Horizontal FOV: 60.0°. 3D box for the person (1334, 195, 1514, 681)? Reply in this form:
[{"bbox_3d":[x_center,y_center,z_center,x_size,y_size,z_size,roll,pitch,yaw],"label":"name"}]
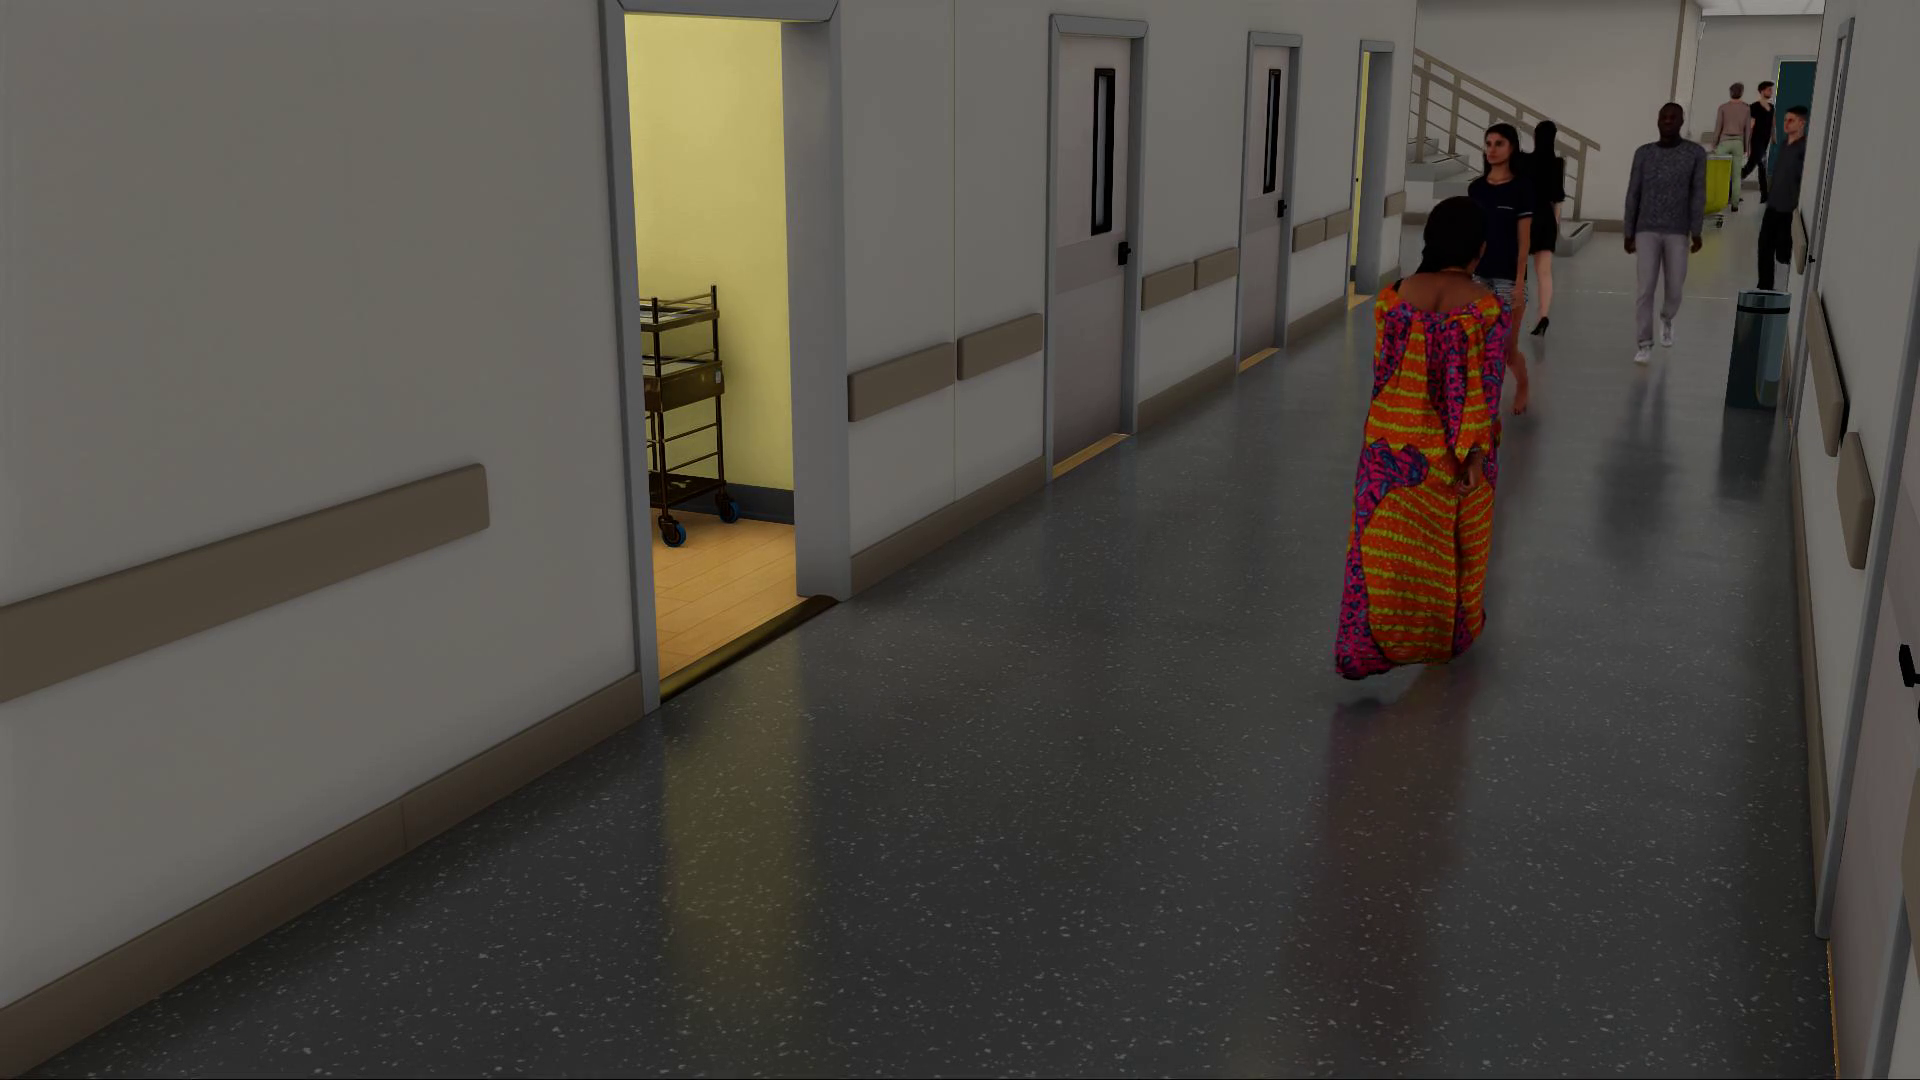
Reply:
[{"bbox_3d":[1.536,-0.321,5.588,1.125,1.669,0.759,9,18,30],"label":"person"}]

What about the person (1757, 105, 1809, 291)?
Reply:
[{"bbox_3d":[7.272,-2.871,14.494,1.046,1.744,0.946,-3,16,-10],"label":"person"}]

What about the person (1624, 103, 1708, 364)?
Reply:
[{"bbox_3d":[5.075,-2.198,11.964,0.857,1.823,0.770,8,18,26],"label":"person"}]

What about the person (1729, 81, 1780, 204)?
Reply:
[{"bbox_3d":[12.567,-6.270,26.339,1.084,1.860,1.307,-10,19,-33],"label":"person"}]

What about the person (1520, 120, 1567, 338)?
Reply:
[{"bbox_3d":[4.557,-2.420,13.074,0.852,1.646,0.882,-3,16,-10],"label":"person"}]

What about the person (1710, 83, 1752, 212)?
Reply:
[{"bbox_3d":[11.577,-5.900,25.003,0.622,1.872,0.806,3,16,10],"label":"person"}]

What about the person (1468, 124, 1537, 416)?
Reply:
[{"bbox_3d":[3.089,-1.457,9.477,1.009,1.745,0.811,14,21,40],"label":"person"}]
